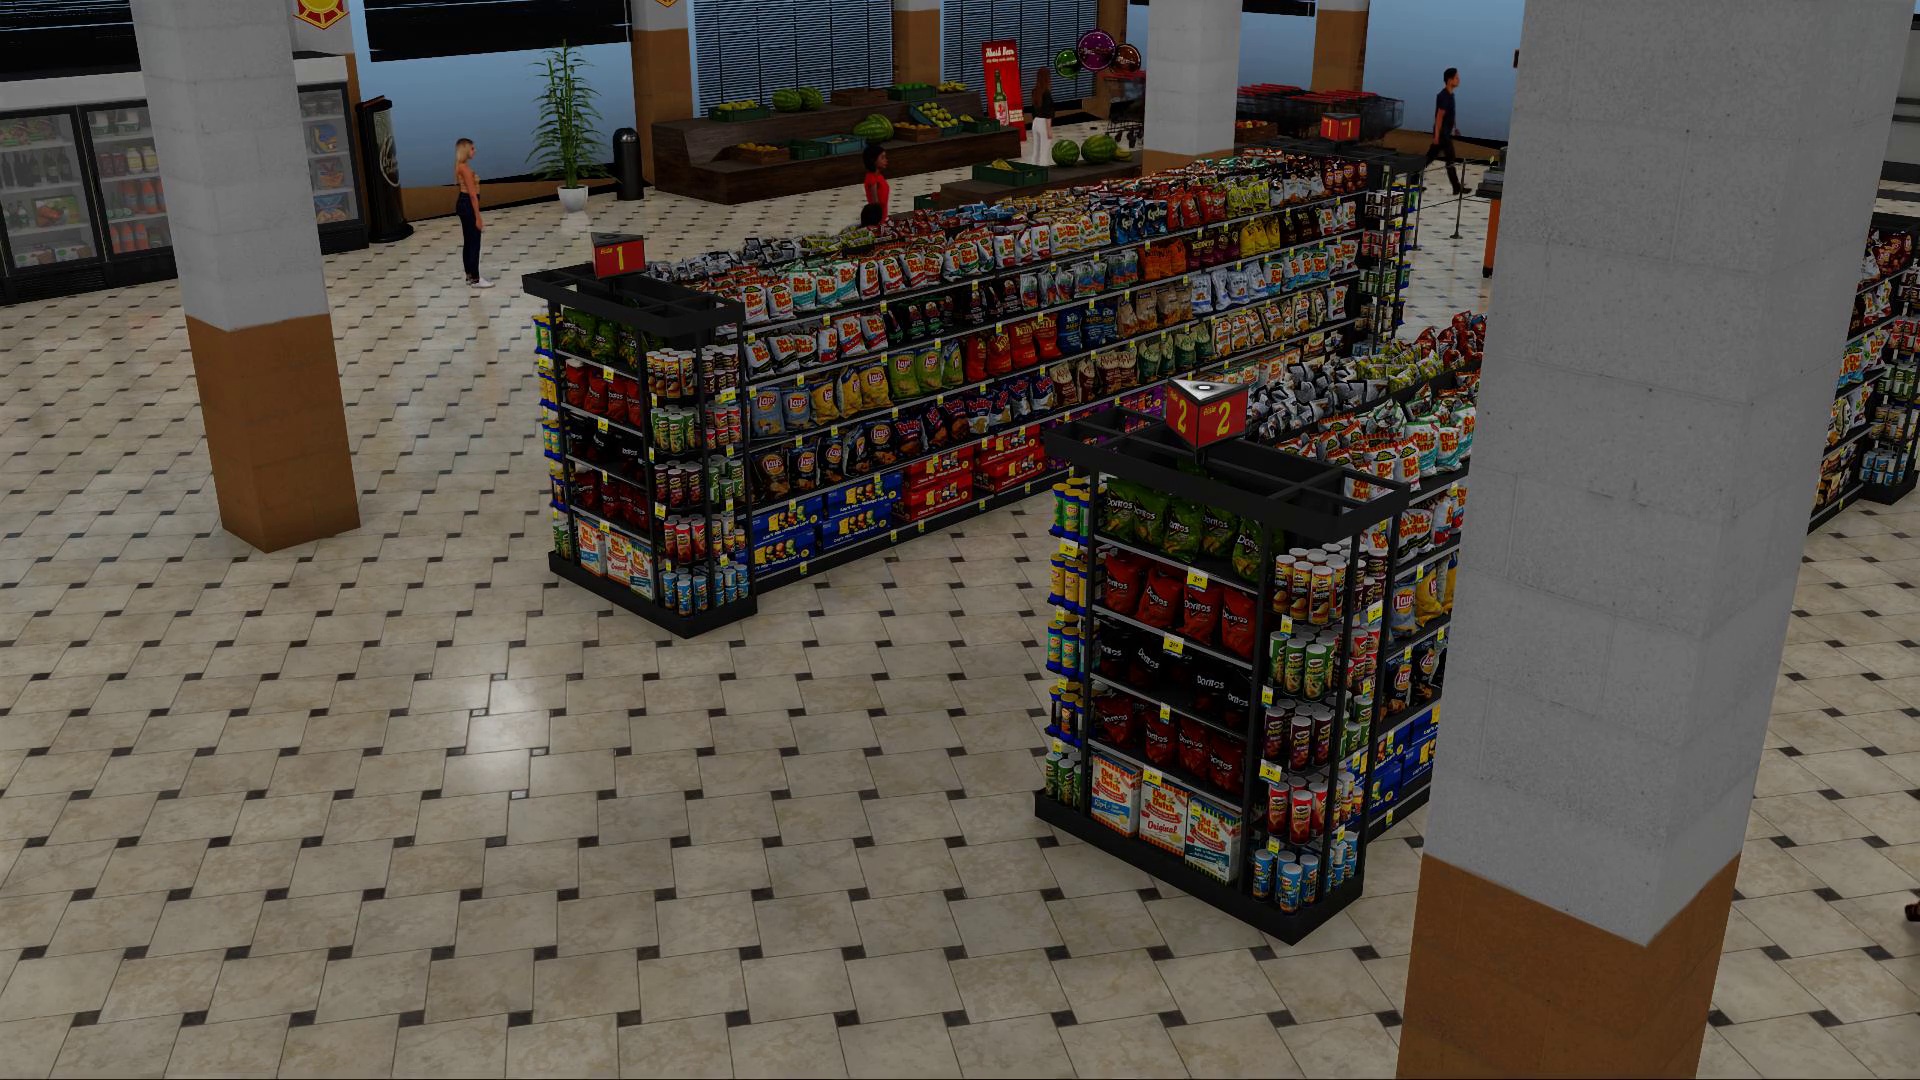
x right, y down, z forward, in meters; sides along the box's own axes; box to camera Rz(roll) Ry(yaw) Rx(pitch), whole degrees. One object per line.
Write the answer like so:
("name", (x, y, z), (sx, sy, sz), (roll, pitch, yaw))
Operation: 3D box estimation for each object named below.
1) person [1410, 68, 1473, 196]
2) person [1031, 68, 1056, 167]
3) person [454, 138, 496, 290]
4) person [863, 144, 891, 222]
("person", (6.771, -5.780, 23.641), (1.044, 1.747, 1.170), (7, 23, 17))
("person", (1.201, -6.044, 24.361), (0.611, 1.701, 0.644), (-11, 25, -26))
("person", (-5.443, -3.624, 18.437), (0.595, 1.627, 0.621), (-12, 25, -28))
("person", (-0.881, -3.225, 17.289), (0.712, 1.743, 0.643), (1, 22, 2))
